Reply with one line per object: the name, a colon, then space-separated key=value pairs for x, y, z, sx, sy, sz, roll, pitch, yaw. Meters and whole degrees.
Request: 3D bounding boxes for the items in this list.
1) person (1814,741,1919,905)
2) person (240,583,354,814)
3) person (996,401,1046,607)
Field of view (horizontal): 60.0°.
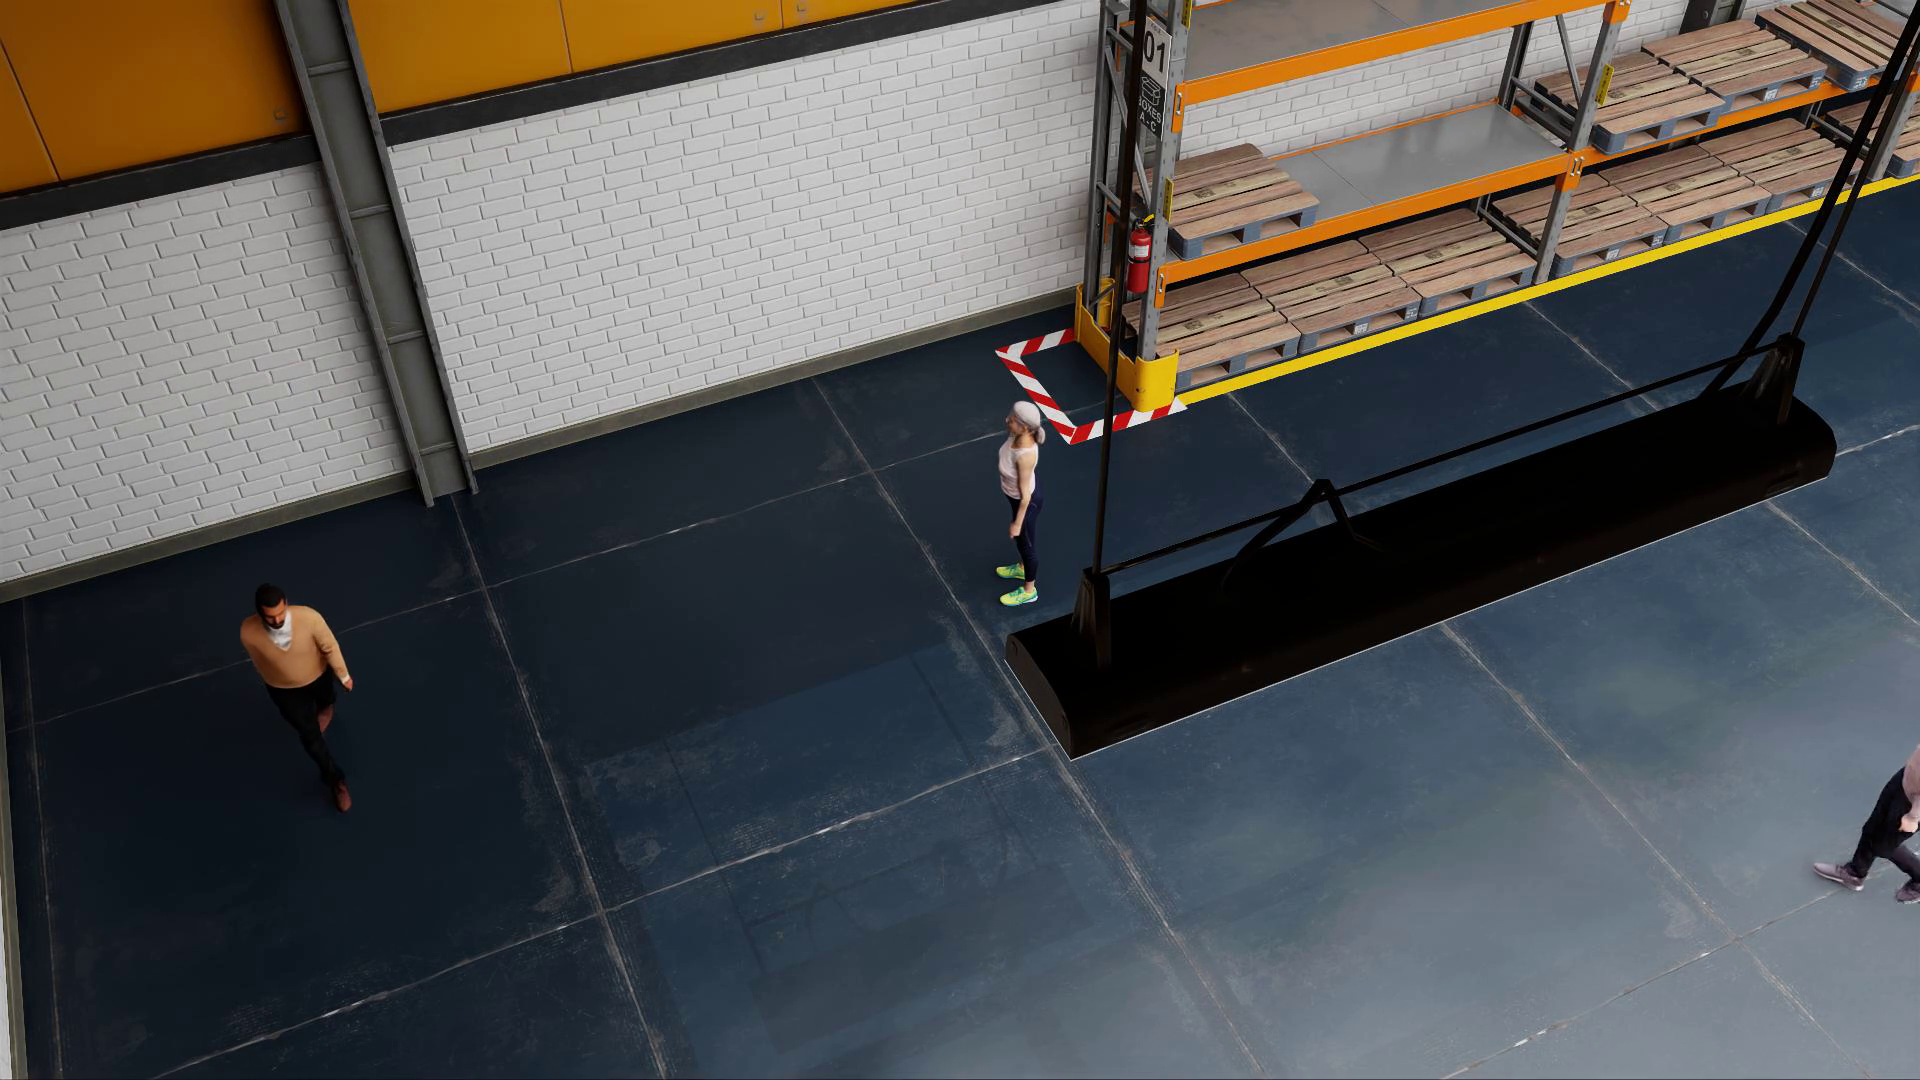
person: x=5.480 y=1.468 z=9.402 sx=0.984 sy=1.790 sz=0.931 roll=16 pitch=46 yaw=16
person: x=-4.052 y=0.790 z=10.182 sx=1.129 sy=1.695 sz=0.706 roll=-17 pitch=46 yaw=-17
person: x=0.434 y=-0.265 z=11.285 sx=0.658 sy=1.702 sz=0.671 roll=-2 pitch=44 yaw=-2
